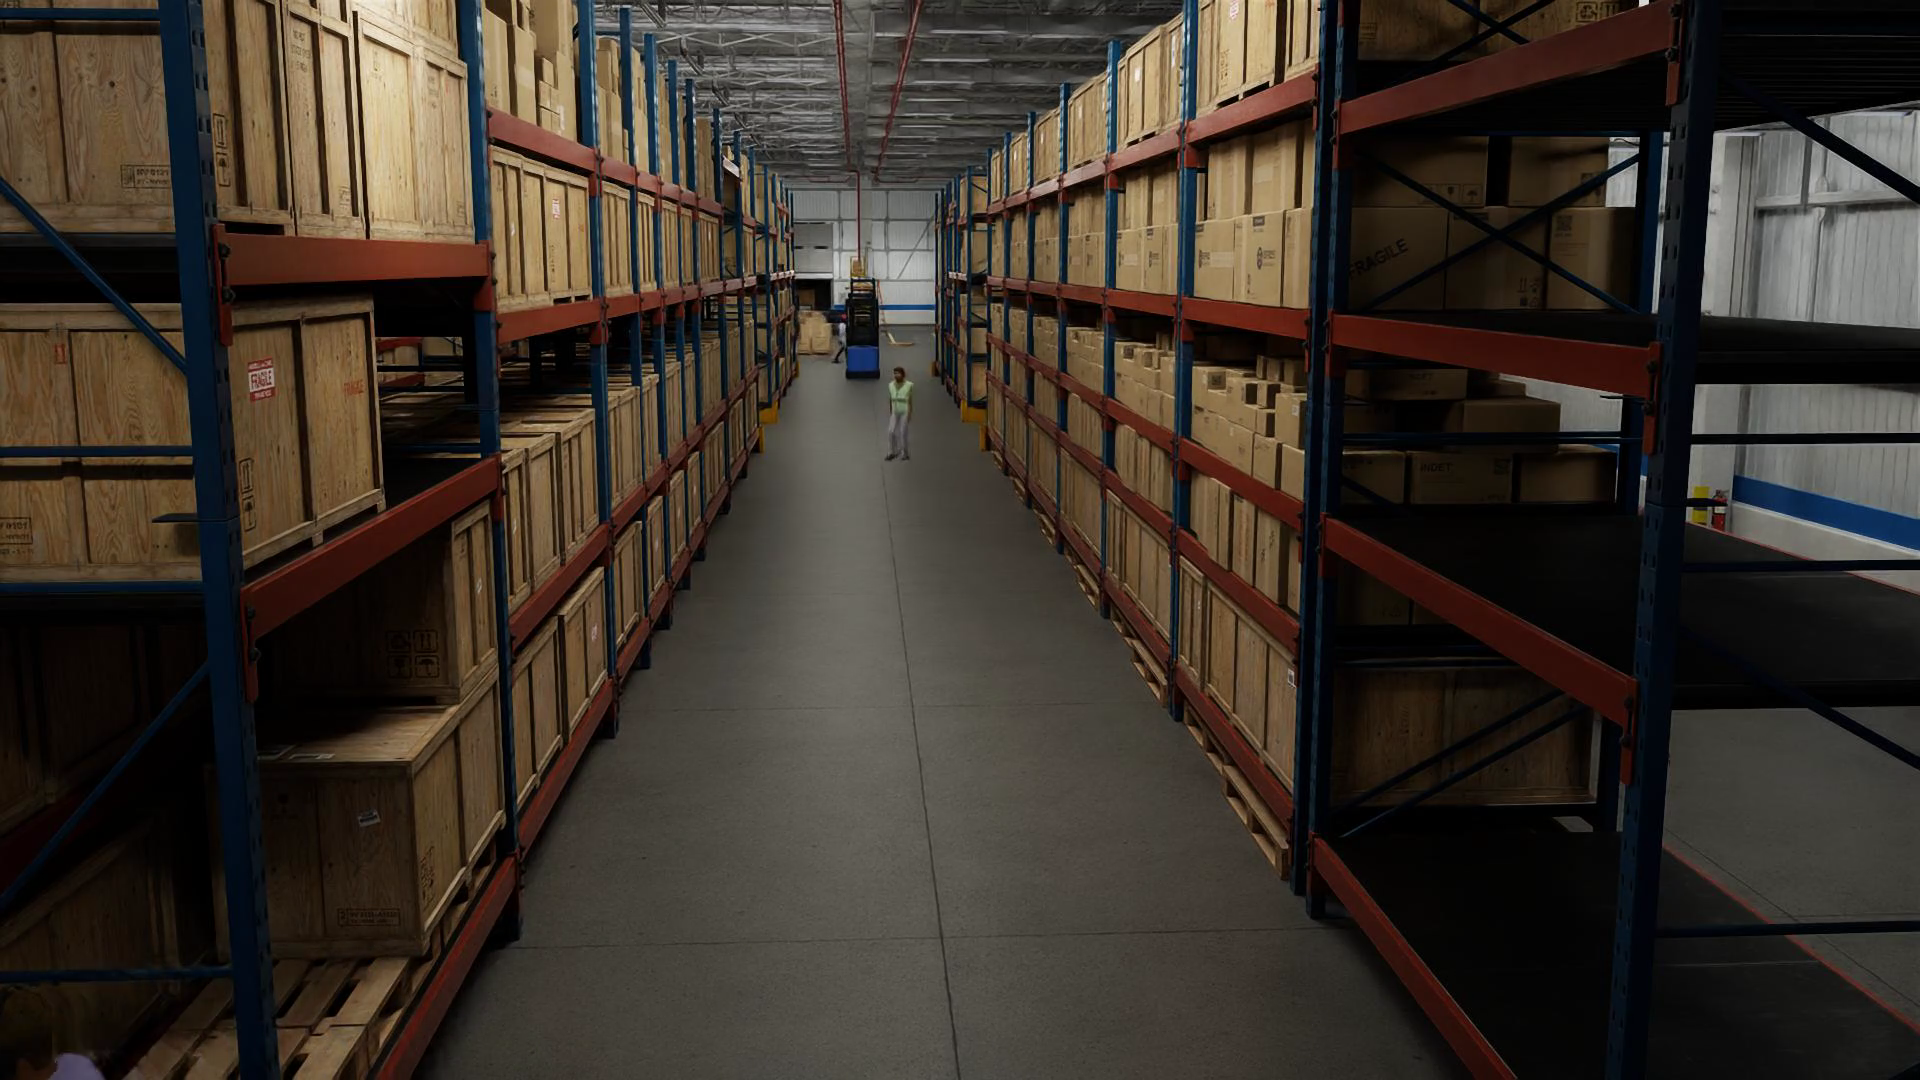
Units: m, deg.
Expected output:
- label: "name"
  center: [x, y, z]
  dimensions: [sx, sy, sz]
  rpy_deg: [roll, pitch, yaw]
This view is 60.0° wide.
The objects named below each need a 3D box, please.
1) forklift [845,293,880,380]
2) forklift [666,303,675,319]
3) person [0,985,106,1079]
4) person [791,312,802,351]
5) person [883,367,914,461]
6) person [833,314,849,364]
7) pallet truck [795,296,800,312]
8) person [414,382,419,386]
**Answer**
- label: "forklift"
  center: [-3.192, -6.679, 54.361]
  dimensions: [1.129, 2.768, 1.873]
  rpy_deg: [-1, 10, -4]
- label: "forklift"
  center: [-8.621, -5.973, 50.149]
  dimensions: [1.873, 2.768, 1.129]
  rpy_deg: [-1, 10, -3]
- label: "person"
  center: [-2.488, 2.142, 4.686]
  dimensions: [1.045, 1.896, 0.618]
  rpy_deg: [-1, 10, -4]
- label: "person"
  center: [-6.217, -7.555, 62.259]
  dimensions: [0.645, 1.983, 0.429]
  rpy_deg: [3, 10, 18]
- label: "person"
  center: [-1.193, -2.424, 32.143]
  dimensions: [0.572, 1.816, 0.776]
  rpy_deg: [5, 11, 26]
- label: "person"
  center: [-4.398, -7.576, 62.661]
  dimensions: [0.949, 1.901, 0.553]
  rpy_deg: [3, 10, 18]
- label: "pallet truck"
  center: [-8.622, -12.439, 91.403]
  dimensions: [1.885, 1.965, 0.823]
  rpy_deg: [2, 10, 13]
- label: "person"
  center: [-11.091, -2.729, 34.011]
  dimensions: [0.959, 1.789, 0.654]
  rpy_deg: [-1, 10, -5]
